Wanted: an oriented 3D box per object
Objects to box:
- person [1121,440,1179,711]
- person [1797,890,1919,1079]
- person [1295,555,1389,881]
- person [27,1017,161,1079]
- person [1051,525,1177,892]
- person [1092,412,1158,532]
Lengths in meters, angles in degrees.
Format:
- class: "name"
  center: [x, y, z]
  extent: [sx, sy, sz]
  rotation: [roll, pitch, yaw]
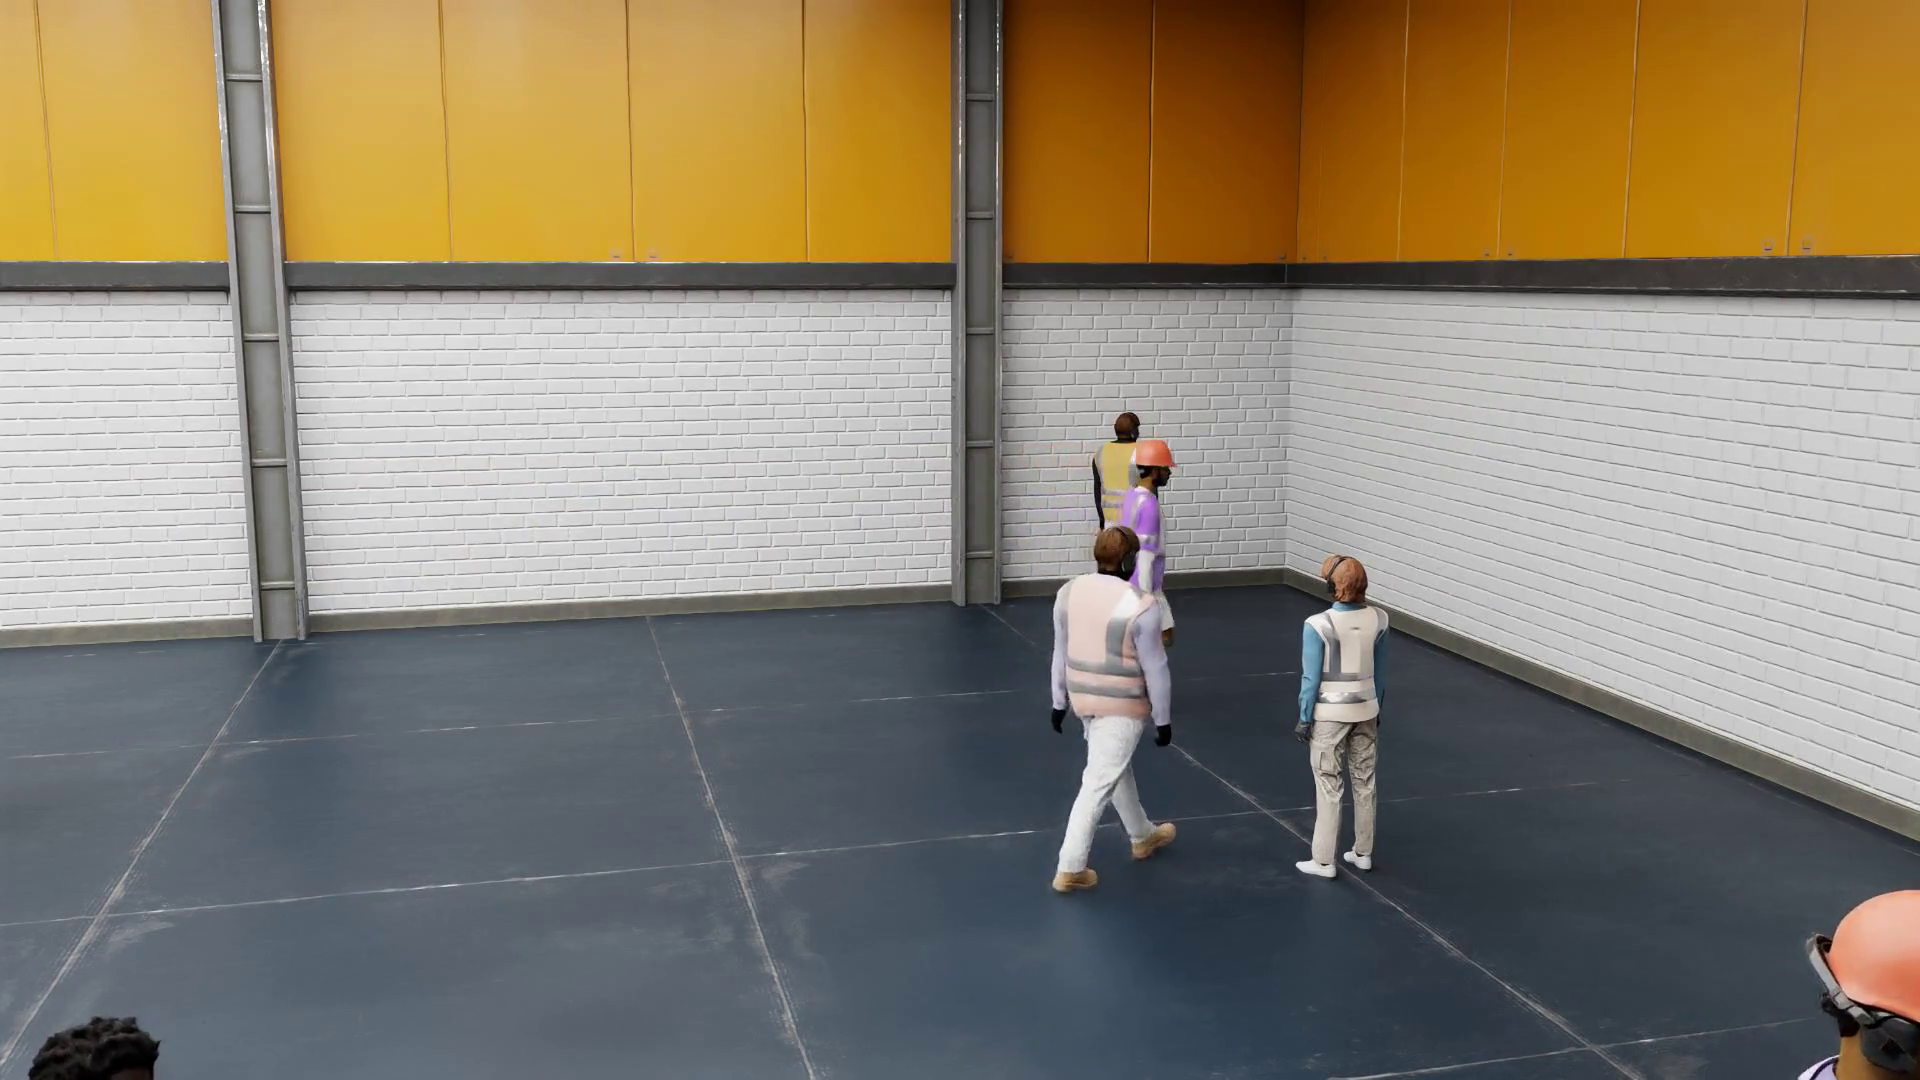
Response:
- class: "person"
  center: [1.255, 0.276, 11.308]
  extent: [0.445, 1.924, 0.552]
  rotation: [-1, 9, -9]
- class: "person"
  center: [1.524, 1.574, 2.839]
  extent: [0.397, 2.034, 0.628]
  rotation: [8, 12, 39]
- class: "person"
  center: [1.916, 0.890, 8.341]
  extent: [0.511, 1.638, 0.309]
  rotation: [-4, 10, -25]
- class: "person"
  center: [-1.553, 1.700, 3.105]
  extent: [0.319, 1.698, 0.556]
  rotation: [5, 10, 29]
- class: "person"
  center: [0.781, 0.818, 8.310]
  extent: [0.987, 1.791, 0.645]
  rotation: [-8, 12, -41]
- class: "person"
  center: [1.455, -0.188, 14.436]
  extent: [0.626, 1.844, 0.429]
  rotation: [7, 12, 38]
